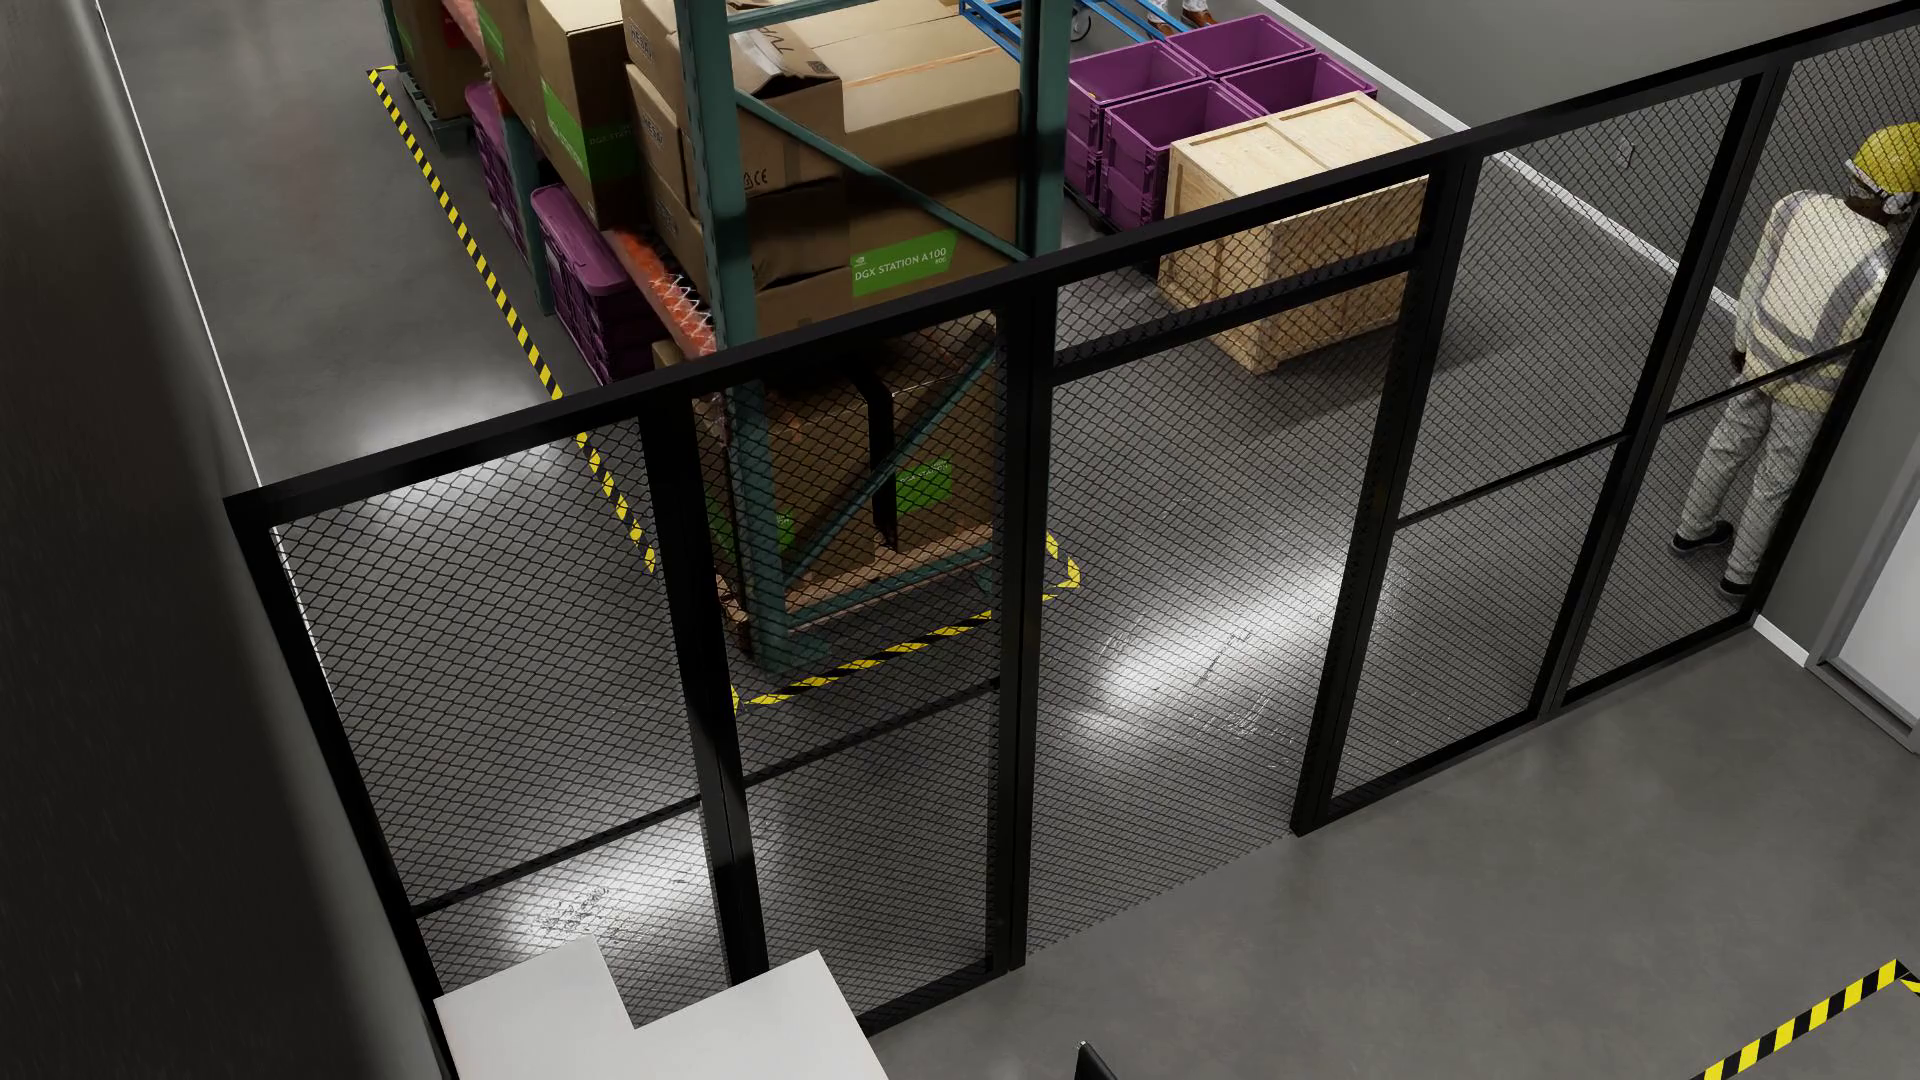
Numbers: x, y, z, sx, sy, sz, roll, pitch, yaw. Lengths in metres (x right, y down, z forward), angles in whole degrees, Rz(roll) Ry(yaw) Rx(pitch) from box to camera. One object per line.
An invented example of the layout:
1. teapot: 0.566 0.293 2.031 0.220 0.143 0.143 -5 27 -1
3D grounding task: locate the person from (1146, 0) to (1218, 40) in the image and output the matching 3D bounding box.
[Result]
1. person: 1.289 -3.632 8.919 0.629 1.940 0.376 -20 46 -21

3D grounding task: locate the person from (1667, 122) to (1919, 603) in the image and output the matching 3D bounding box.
1. person: 2.873 -0.579 5.656 0.403 1.831 0.597 -14 44 -14
